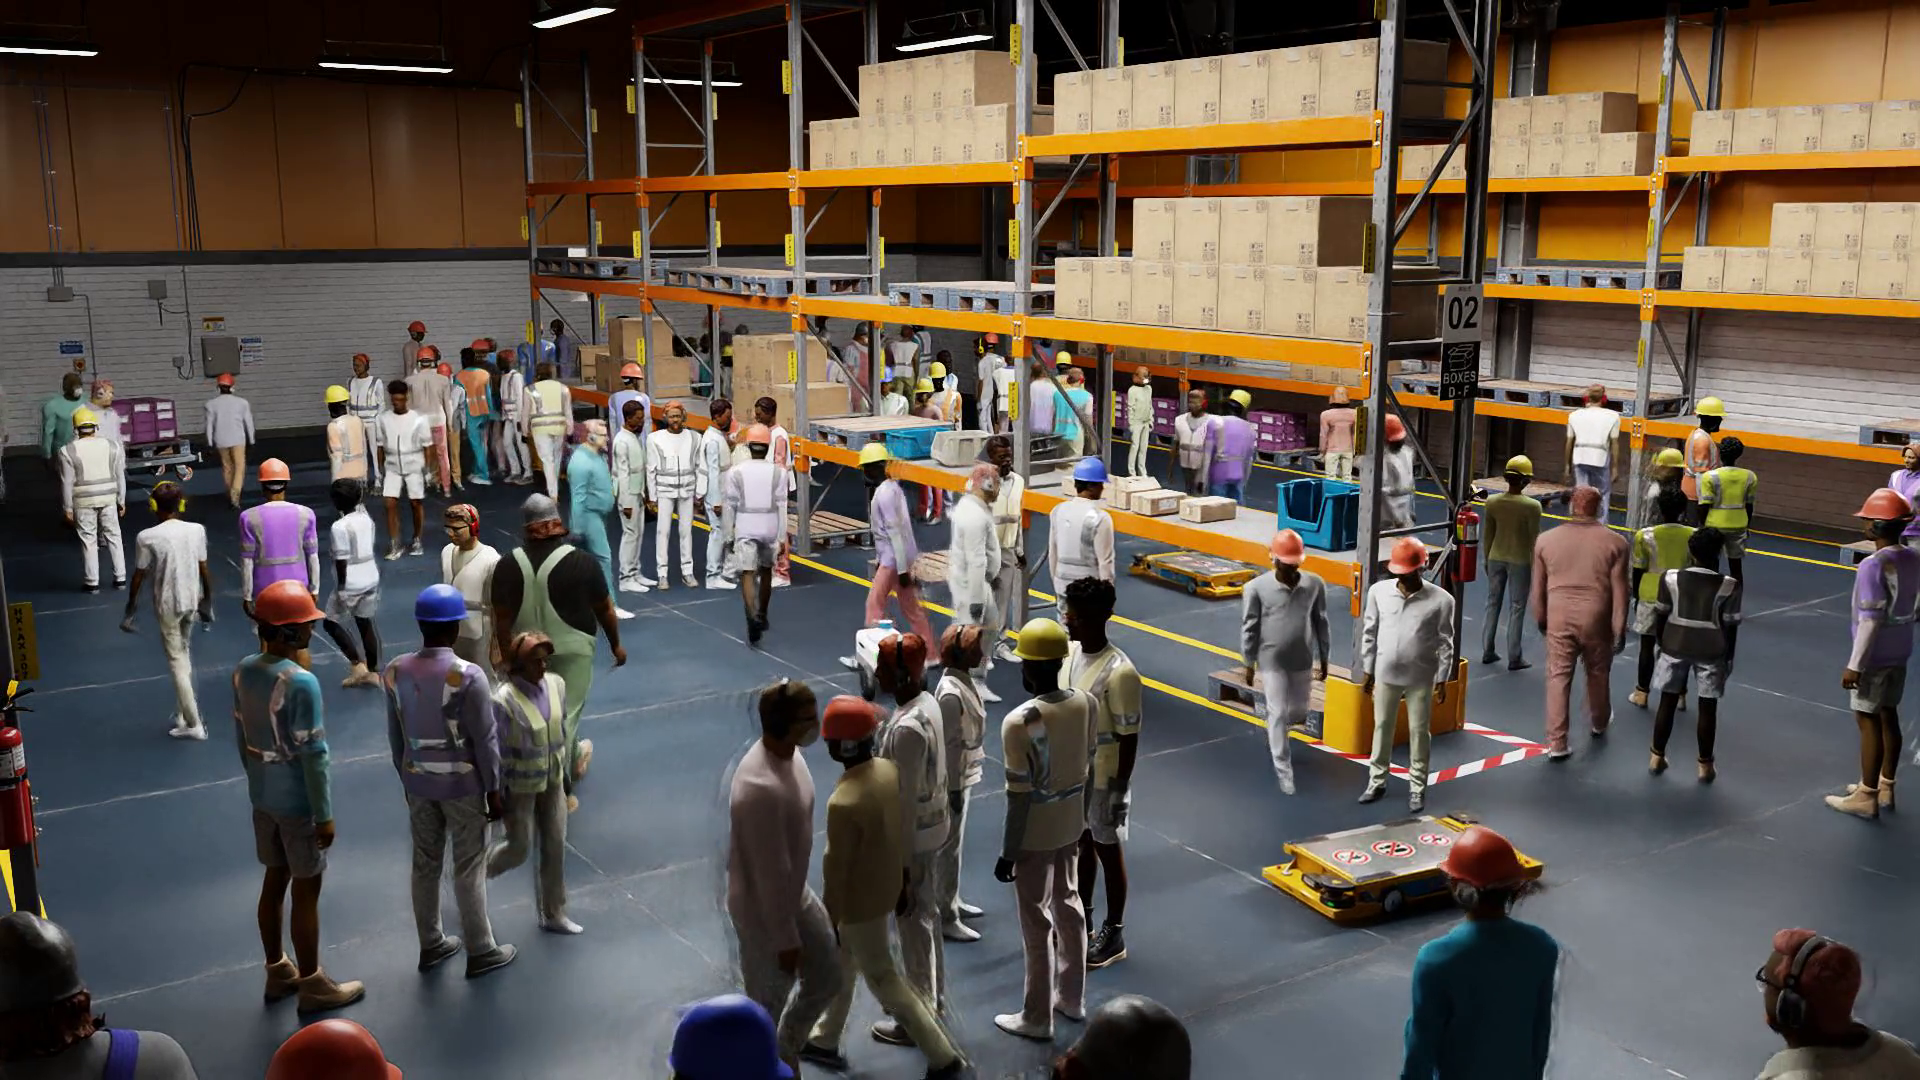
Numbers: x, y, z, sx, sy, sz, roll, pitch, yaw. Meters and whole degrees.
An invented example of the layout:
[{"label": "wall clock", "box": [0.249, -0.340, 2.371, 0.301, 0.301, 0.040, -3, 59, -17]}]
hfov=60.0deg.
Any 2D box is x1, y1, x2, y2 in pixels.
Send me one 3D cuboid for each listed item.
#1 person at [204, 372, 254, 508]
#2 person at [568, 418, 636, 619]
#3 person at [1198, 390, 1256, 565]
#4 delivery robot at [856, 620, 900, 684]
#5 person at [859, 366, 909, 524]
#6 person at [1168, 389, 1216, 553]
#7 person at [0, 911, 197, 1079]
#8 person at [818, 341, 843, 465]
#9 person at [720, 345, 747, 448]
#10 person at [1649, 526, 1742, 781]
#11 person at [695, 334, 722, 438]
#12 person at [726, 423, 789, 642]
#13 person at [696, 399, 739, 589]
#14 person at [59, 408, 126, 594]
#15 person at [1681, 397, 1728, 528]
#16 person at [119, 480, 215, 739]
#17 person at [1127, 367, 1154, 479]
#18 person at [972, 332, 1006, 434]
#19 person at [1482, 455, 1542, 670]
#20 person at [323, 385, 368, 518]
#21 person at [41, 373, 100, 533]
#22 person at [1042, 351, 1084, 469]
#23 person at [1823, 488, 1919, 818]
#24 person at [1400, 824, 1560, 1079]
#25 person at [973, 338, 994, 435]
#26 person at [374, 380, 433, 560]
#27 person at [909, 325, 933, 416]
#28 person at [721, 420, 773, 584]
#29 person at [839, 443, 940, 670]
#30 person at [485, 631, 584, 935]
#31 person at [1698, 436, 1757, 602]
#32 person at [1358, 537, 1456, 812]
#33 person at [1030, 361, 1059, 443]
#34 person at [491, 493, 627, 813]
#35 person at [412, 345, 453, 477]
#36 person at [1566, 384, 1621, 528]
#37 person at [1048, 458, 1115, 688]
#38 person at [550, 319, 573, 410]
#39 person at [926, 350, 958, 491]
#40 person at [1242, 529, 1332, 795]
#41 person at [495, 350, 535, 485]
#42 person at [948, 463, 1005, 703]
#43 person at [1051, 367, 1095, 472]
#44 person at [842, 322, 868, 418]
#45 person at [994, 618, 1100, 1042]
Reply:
[{"label": "person", "box": [-9.292, -1.269, 21.157, 0.571, 1.729, 0.735, -2, 11, -12]}, {"label": "person", "box": [-3.452, -0.189, 15.251, 0.842, 1.876, 0.673, 0, 11, 2]}, {"label": "person", "box": [2.806, -0.638, 17.564, 0.695, 1.874, 0.374, -5, 12, -23]}, {"label": "delivery robot", "box": [-0.578, 0.868, 12.985, 0.477, 0.478, 0.707, -3, 11, -17]}, {"label": "person", "box": [-0.894, -1.087, 19.651, 0.605, 1.949, 0.402, -2, 11, -10]}, {"label": "person", "box": [2.646, -0.797, 18.555, 0.582, 1.805, 0.957, 8, 13, 34]}, {"label": "person", "box": [-2.258, 1.894, 4.160, 0.536, 2.000, 0.688, 7, 13, 31]}, {"label": "person", "box": [-1.972, -2.040, 24.795, 0.505, 1.845, 0.345, 2, 11, 9]}, {"label": "person", "box": [-3.513, -2.094, 25.452, 0.487, 1.703, 0.338, 2, 11, 10]}, {"label": "person", "box": [4.833, 0.742, 10.948, 0.544, 1.693, 0.318, 7, 13, 32]}, {"label": "person", "box": [-4.020, -2.373, 26.549, 0.519, 1.818, 0.618, -4, 12, -22]}, {"label": "person", "box": [-1.769, -0.062, 14.554, 0.550, 1.904, 0.870, -1, 11, -4]}, {"label": "person", "box": [-2.427, -0.457, 16.543, 0.386, 1.905, 0.603, -1, 11, -4]}, {"label": "person", "box": [-8.522, -0.383, 16.356, 0.403, 1.827, 0.600, 10, 15, 41]}, {"label": "person", "box": [7.349, -0.459, 16.491, 0.366, 1.926, 0.594, 4, 12, 17]}, {"label": "person", "box": [-5.628, 0.500, 11.793, 0.595, 1.851, 0.552, 6, 13, 29]}, {"label": "person", "box": [2.509, -1.604, 23.136, 0.296, 1.623, 0.504, 10, 15, 42]}, {"label": "person", "box": [0.458, -2.214, 25.476, 0.547, 1.930, 0.391, 3, 12, 17]}, {"label": "person", "box": [4.532, 0.183, 13.653, 0.337, 1.761, 0.524, -9, 14, -38]}, {"label": "person", "box": [-6.518, -0.679, 17.625, 0.386, 1.922, 0.594, 2, 11, 10]}, {"label": "person", "box": [-10.325, -1.009, 19.435, 1.037, 1.874, 0.638, 7, 13, 31]}, {"label": "person", "box": [1.350, -1.533, 22.030, 0.582, 1.918, 0.404, 1, 11, 6]}, {"label": "person", "box": [5.649, 0.696, 10.282, 0.609, 2.043, 0.397, -8, 14, -35]}, {"label": "person", "box": [1.709, 1.795, 5.436, 0.577, 1.737, 0.576, -6, 12, -26]}, {"label": "person", "box": [0.349, -2.132, 25.239, 0.333, 1.860, 0.509, 4, 12, 19]}, {"label": "person", "box": [-6.003, -0.748, 17.923, 0.633, 1.934, 0.801, -1, 11, -4]}, {"label": "person", "box": [-0.755, -3.154, 30.522, 0.430, 1.838, 0.619, 6, 13, 28]}, {"label": "person", "box": [-2.190, -0.385, 16.731, 0.642, 1.705, 0.573, -10, 15, -42]}, {"label": "person", "box": [-0.586, 0.159, 13.467, 0.924, 1.870, 0.611, 1, 11, 7]}, {"label": "person", "box": [-2.275, 1.242, 8.590, 0.630, 1.615, 0.519, 7, 13, 30]}, {"label": "person", "box": [7.018, -0.107, 15.279, 0.540, 1.695, 0.317, -1, 11, -5]}, {"label": "person", "box": [2.772, 0.830, 10.370, 0.563, 1.739, 0.353, 6, 13, 30]}, {"label": "person", "box": [1.030, -1.457, 21.955, 0.512, 1.784, 1.004, -1, 11, -6]}, {"label": "person", "box": [-2.521, 0.649, 10.528, 0.700, 2.000, 1.056, 2, 11, 12]}, {"label": "person", "box": [-7.436, -1.816, 23.554, 0.574, 1.881, 0.357, -6, 13, -28]}, {"label": "person", "box": [7.126, -0.846, 18.707, 0.605, 1.828, 0.641, 7, 13, 33]}, {"label": "person", "box": [0.910, 0.362, 12.254, 0.409, 1.940, 0.606, -9, 14, -40]}, {"label": "person", "box": [-6.894, -2.859, 28.783, 0.368, 1.933, 0.628, -3, 12, -16]}, {"label": "person", "box": [-0.238, -1.584, 22.273, 0.392, 1.920, 0.587, 9, 14, 37]}, {"label": "person", "box": [2.107, 0.745, 10.857, 0.601, 1.720, 0.677, -2, 11, -8]}, {"label": "person", "box": [-6.170, -1.690, 22.985, 0.435, 1.859, 0.579, -7, 13, -33]}, {"label": "person", "box": [0.103, 0.347, 12.551, 0.549, 1.858, 0.685, -1, 11, -3]}, {"label": "person", "box": [1.414, -1.239, 20.770, 0.597, 1.812, 0.473, 10, 15, 42]}, {"label": "person", "box": [-1.498, -2.447, 26.373, 0.537, 2.000, 0.698, 9, 14, 37]}, {"label": "person", "box": [0.373, 1.297, 7.507, 0.372, 1.925, 0.596, 10, 15, 42]}]
